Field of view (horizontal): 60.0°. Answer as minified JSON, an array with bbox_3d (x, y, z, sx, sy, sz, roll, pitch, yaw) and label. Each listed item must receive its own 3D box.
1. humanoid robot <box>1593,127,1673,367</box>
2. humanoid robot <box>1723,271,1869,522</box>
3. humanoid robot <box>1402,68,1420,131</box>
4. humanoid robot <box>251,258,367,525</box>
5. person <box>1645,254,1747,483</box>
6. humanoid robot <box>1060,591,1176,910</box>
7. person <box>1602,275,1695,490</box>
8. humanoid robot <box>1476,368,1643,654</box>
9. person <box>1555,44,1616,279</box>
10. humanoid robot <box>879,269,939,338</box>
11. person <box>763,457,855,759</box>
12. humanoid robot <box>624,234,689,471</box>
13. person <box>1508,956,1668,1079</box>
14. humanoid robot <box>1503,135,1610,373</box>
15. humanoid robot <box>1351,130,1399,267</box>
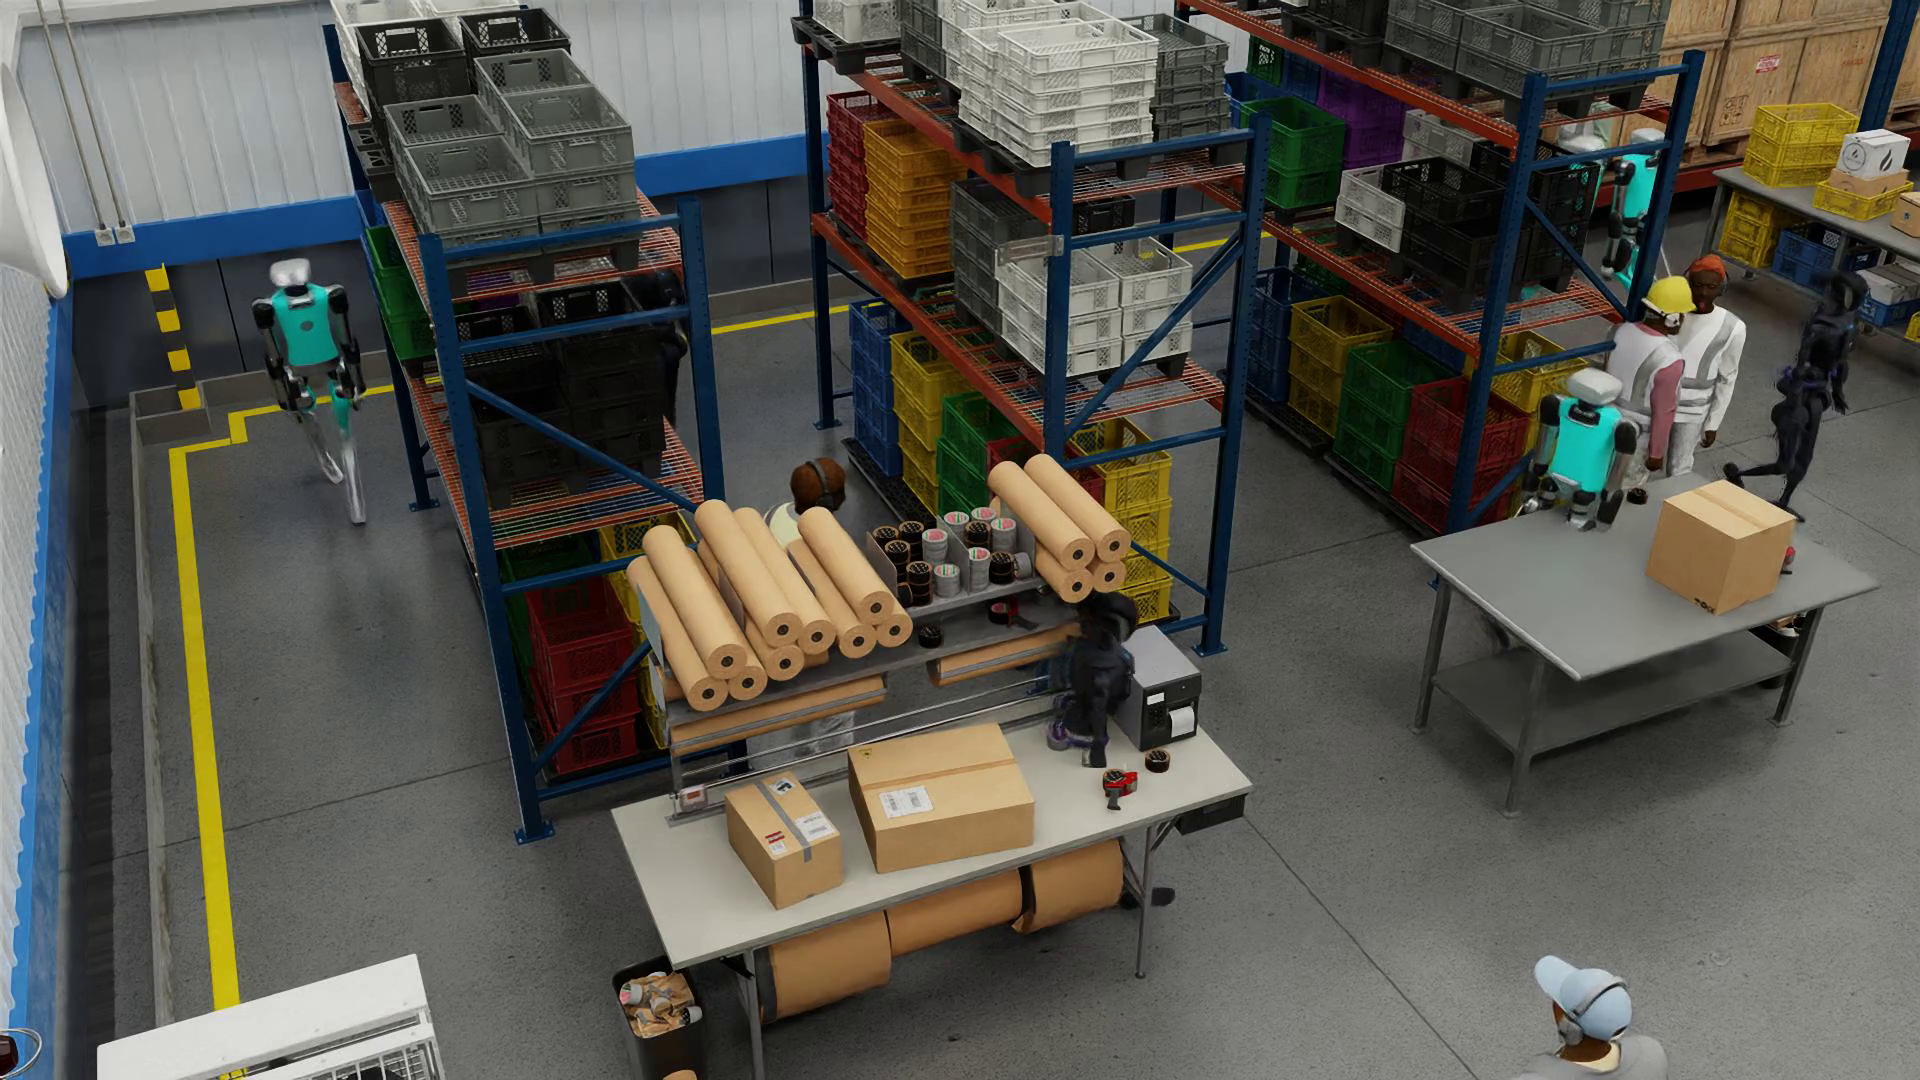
[{"bbox_3d":[4.873,-1.999,11.755,0.535,1.731,0.701,-25,39,-34],"label":"humanoid robot"},{"bbox_3d":[5.085,-0.897,10.080,0.599,1.649,0.482,-21,37,-30],"label":"humanoid robot"},{"bbox_3d":[3.660,-3.256,13.899,0.315,1.659,0.599,1,32,1],"label":"humanoid robot"},{"bbox_3d":[-3.980,-1.012,10.251,0.547,1.760,0.983,-15,35,-22],"label":"humanoid robot"},{"bbox_3d":[4.135,-0.761,9.665,0.582,1.883,0.347,26,40,36],"label":"person"},{"bbox_3d":[0.607,0.902,7.198,0.753,1.624,0.610,2,32,3],"label":"humanoid robot"},{"bbox_3d":[3.870,-0.655,9.552,0.403,1.824,0.593,-9,33,-14],"label":"person"},{"bbox_3d":[2.991,0.015,8.543,0.915,1.756,0.539,-24,39,-34],"label":"humanoid robot"},{"bbox_3d":[4.923,-3.040,13.307,0.401,1.945,0.613,-3,32,-6],"label":"person"},{"bbox_3d":[-0.309,-2.060,11.947,1.071,1.714,0.531,8,32,12],"label":"humanoid robot"},{"bbox_3d":[-0.629,0.444,7.749,0.431,1.845,0.620,-22,38,-32],"label":"person"},{"bbox_3d":[-1.895,-1.242,10.648,0.465,1.647,0.612,19,36,28],"label":"humanoid robot"},{"bbox_3d":[1.818,2.013,5.191,0.590,1.852,0.372,-13,34,-20],"label":"person"},{"bbox_3d":[4.115,-2.097,12.005,0.839,1.787,0.583,26,40,35],"label":"humanoid robot"},{"bbox_3d":[3.086,-2.290,12.374,0.587,1.631,0.699,-17,35,-25],"label":"humanoid robot"}]
